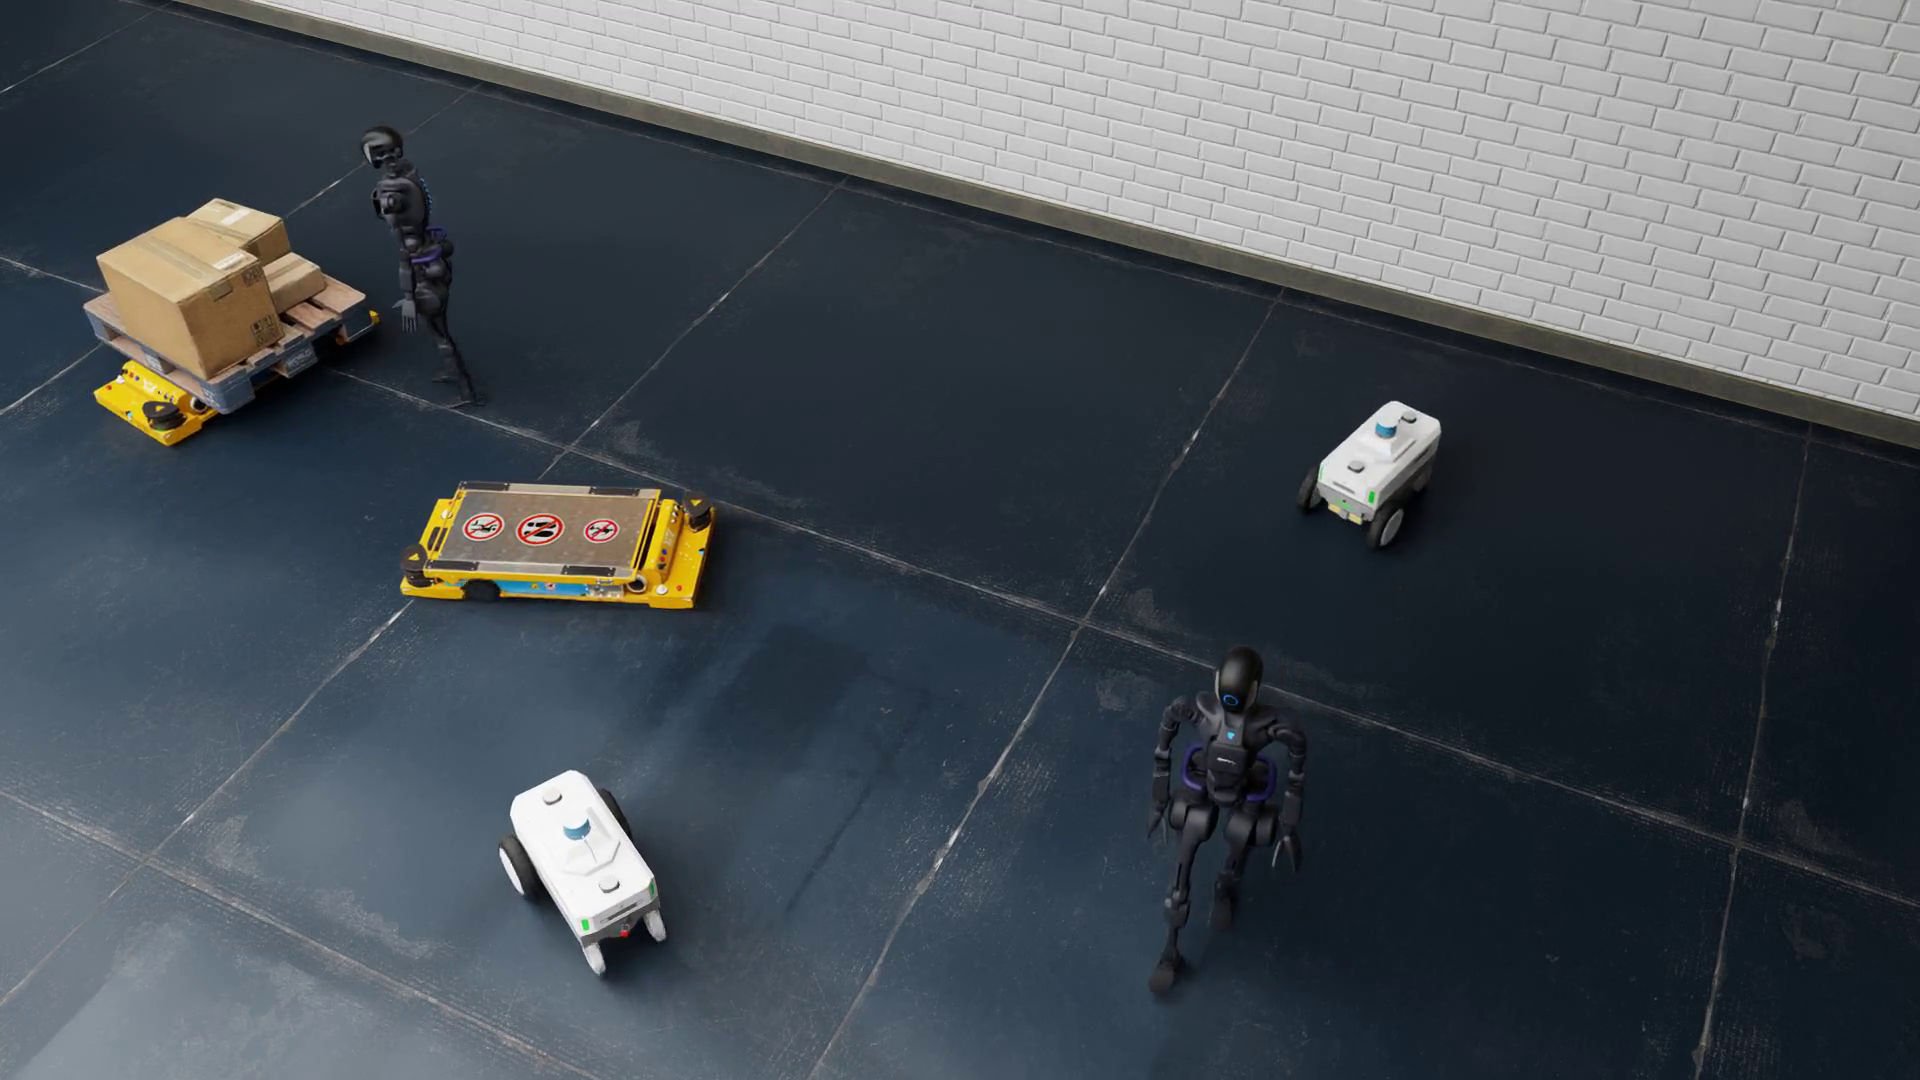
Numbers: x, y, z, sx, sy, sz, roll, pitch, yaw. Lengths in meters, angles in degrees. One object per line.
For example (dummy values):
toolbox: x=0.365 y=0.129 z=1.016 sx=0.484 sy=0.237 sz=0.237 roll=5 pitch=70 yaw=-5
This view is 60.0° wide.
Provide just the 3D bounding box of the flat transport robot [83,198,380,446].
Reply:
flat transport robot: x=-4.081 y=-1.076 z=9.416 sx=0.659 sy=0.231 sz=1.431 roll=27 pitch=49 yaw=26

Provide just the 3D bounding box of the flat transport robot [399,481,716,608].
flat transport robot: x=-1.975 y=0.024 z=8.229 sx=1.431 sy=0.231 sz=0.659 roll=2 pitch=43 yaw=3

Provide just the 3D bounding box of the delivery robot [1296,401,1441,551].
delivery robot: x=2.110 y=-0.362 z=8.442 sx=0.499 sy=0.603 sz=0.803 roll=31 pitch=51 yaw=29

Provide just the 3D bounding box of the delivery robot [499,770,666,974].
delivery robot: x=-1.508 y=1.283 z=6.662 sx=0.499 sy=0.597 sz=0.779 roll=-25 pitch=49 yaw=-25

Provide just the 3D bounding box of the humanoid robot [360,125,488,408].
humanoid robot: x=-2.812 y=-1.407 z=8.740 sx=0.388 sy=1.649 sz=0.613 roll=-3 pitch=43 yaw=-3

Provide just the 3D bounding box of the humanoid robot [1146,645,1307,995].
humanoid robot: x=0.982 y=1.029 z=6.120 sx=0.597 sy=1.641 sz=0.649 roll=11 pitch=44 yaw=11
